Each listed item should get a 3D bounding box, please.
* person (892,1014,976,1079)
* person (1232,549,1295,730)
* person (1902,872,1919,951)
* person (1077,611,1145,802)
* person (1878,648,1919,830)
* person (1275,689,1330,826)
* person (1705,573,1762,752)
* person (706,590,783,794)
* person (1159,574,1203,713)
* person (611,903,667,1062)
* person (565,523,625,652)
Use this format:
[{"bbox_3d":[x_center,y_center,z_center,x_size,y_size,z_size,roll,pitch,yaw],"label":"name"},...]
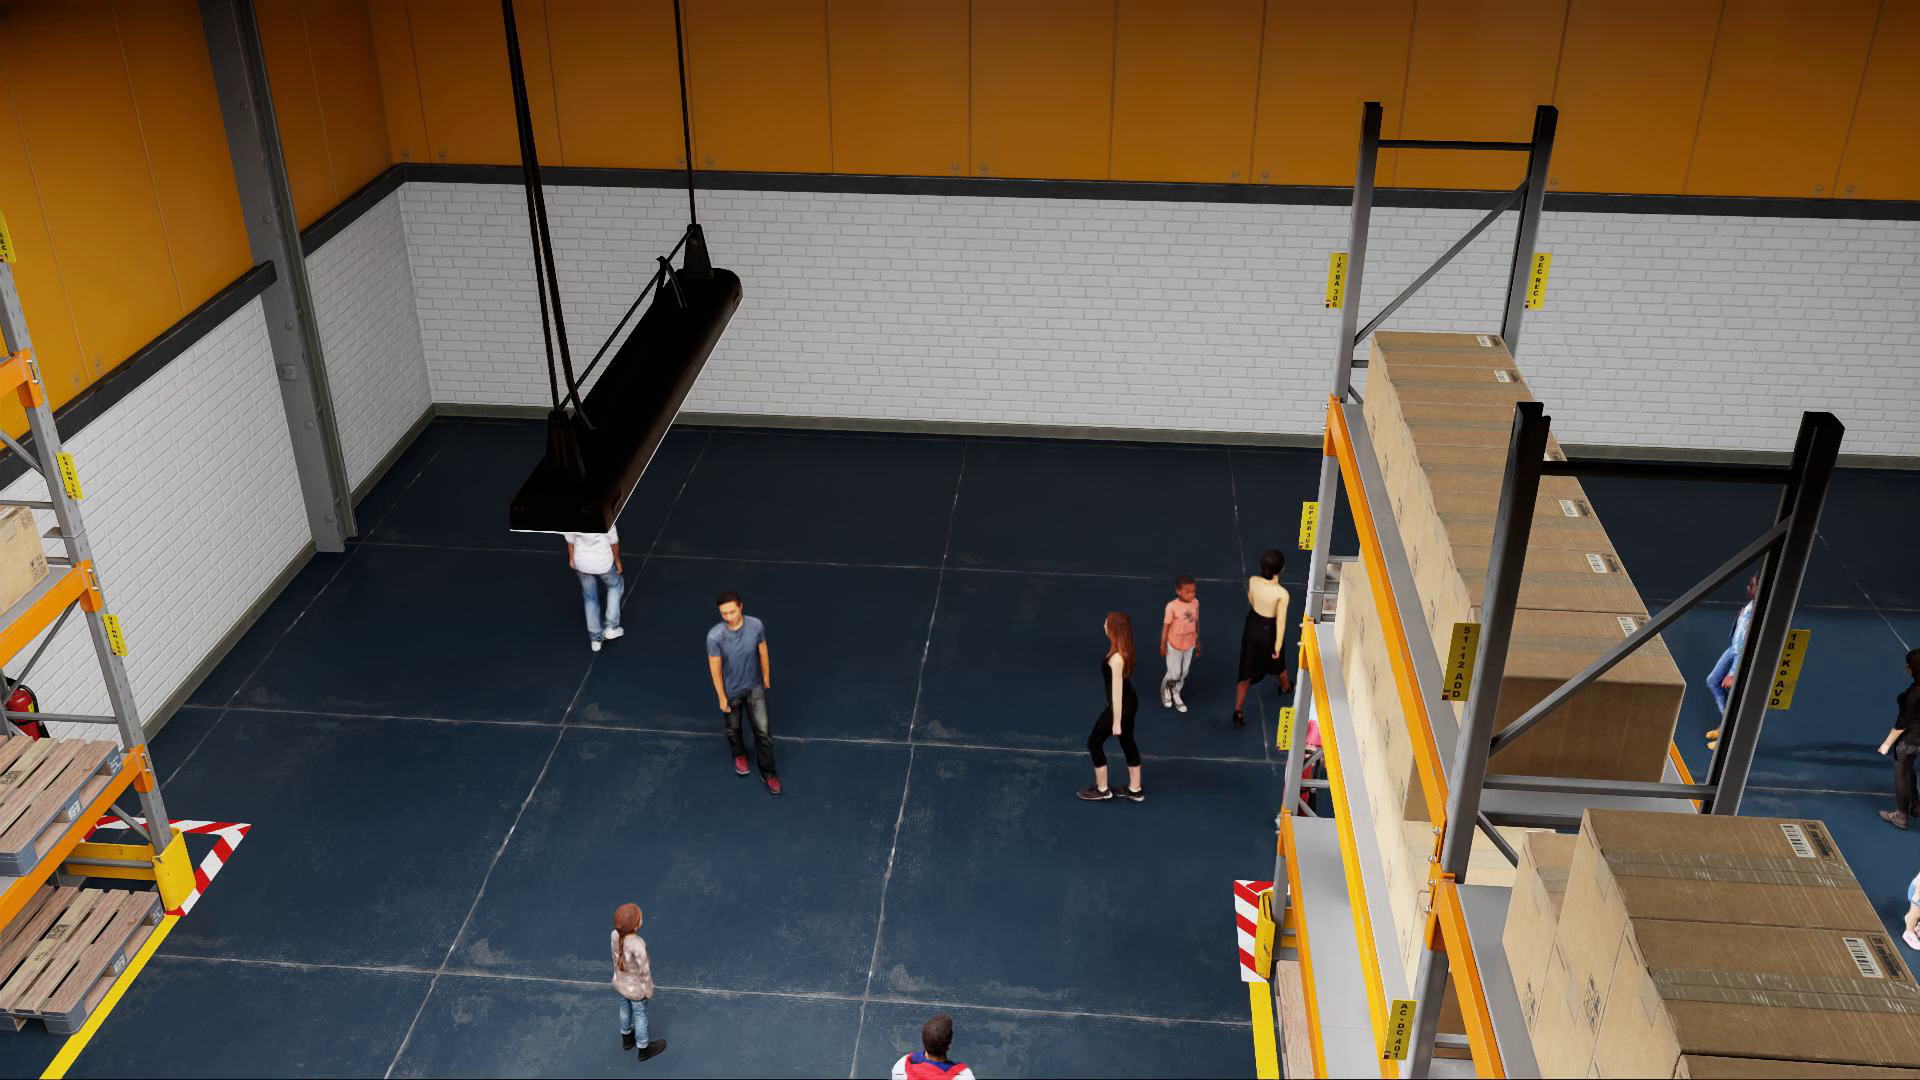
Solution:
[{"bbox_3d":[-0.164,3.398,9.136,0.887,1.709,1.235,11,30,19],"label":"person"},{"bbox_3d":[2.469,0.855,13.903,0.932,1.607,1.126,21,35,33],"label":"person"},{"bbox_3d":[6.783,2.404,11.684,0.462,1.013,0.506,-3,29,-6],"label":"person"},{"bbox_3d":[1.321,1.336,12.917,0.762,1.707,0.751,11,30,19],"label":"person"},{"bbox_3d":[7.295,1.556,12.608,0.729,1.616,0.756,-12,31,-20],"label":"person"},{"bbox_3d":[2.704,1.430,12.739,1.179,1.711,1.135,-22,35,-34],"label":"person"},{"bbox_3d":[6.456,1.028,13.487,0.784,1.701,0.658,11,31,20],"label":"person"},{"bbox_3d":[-1.793,1.125,13.236,0.926,1.773,1.058,-12,31,-21],"label":"person"},{"bbox_3d":[1.855,0.846,14.238,0.588,1.301,0.633,-11,30,-19],"label":"person"},{"bbox_3d":[-2.116,2.835,10.705,0.547,1.193,0.586,22,35,34],"label":"person"},{"bbox_3d":[-3.297,0.199,14.908,0.667,1.797,0.623,1,29,2],"label":"person"}]
